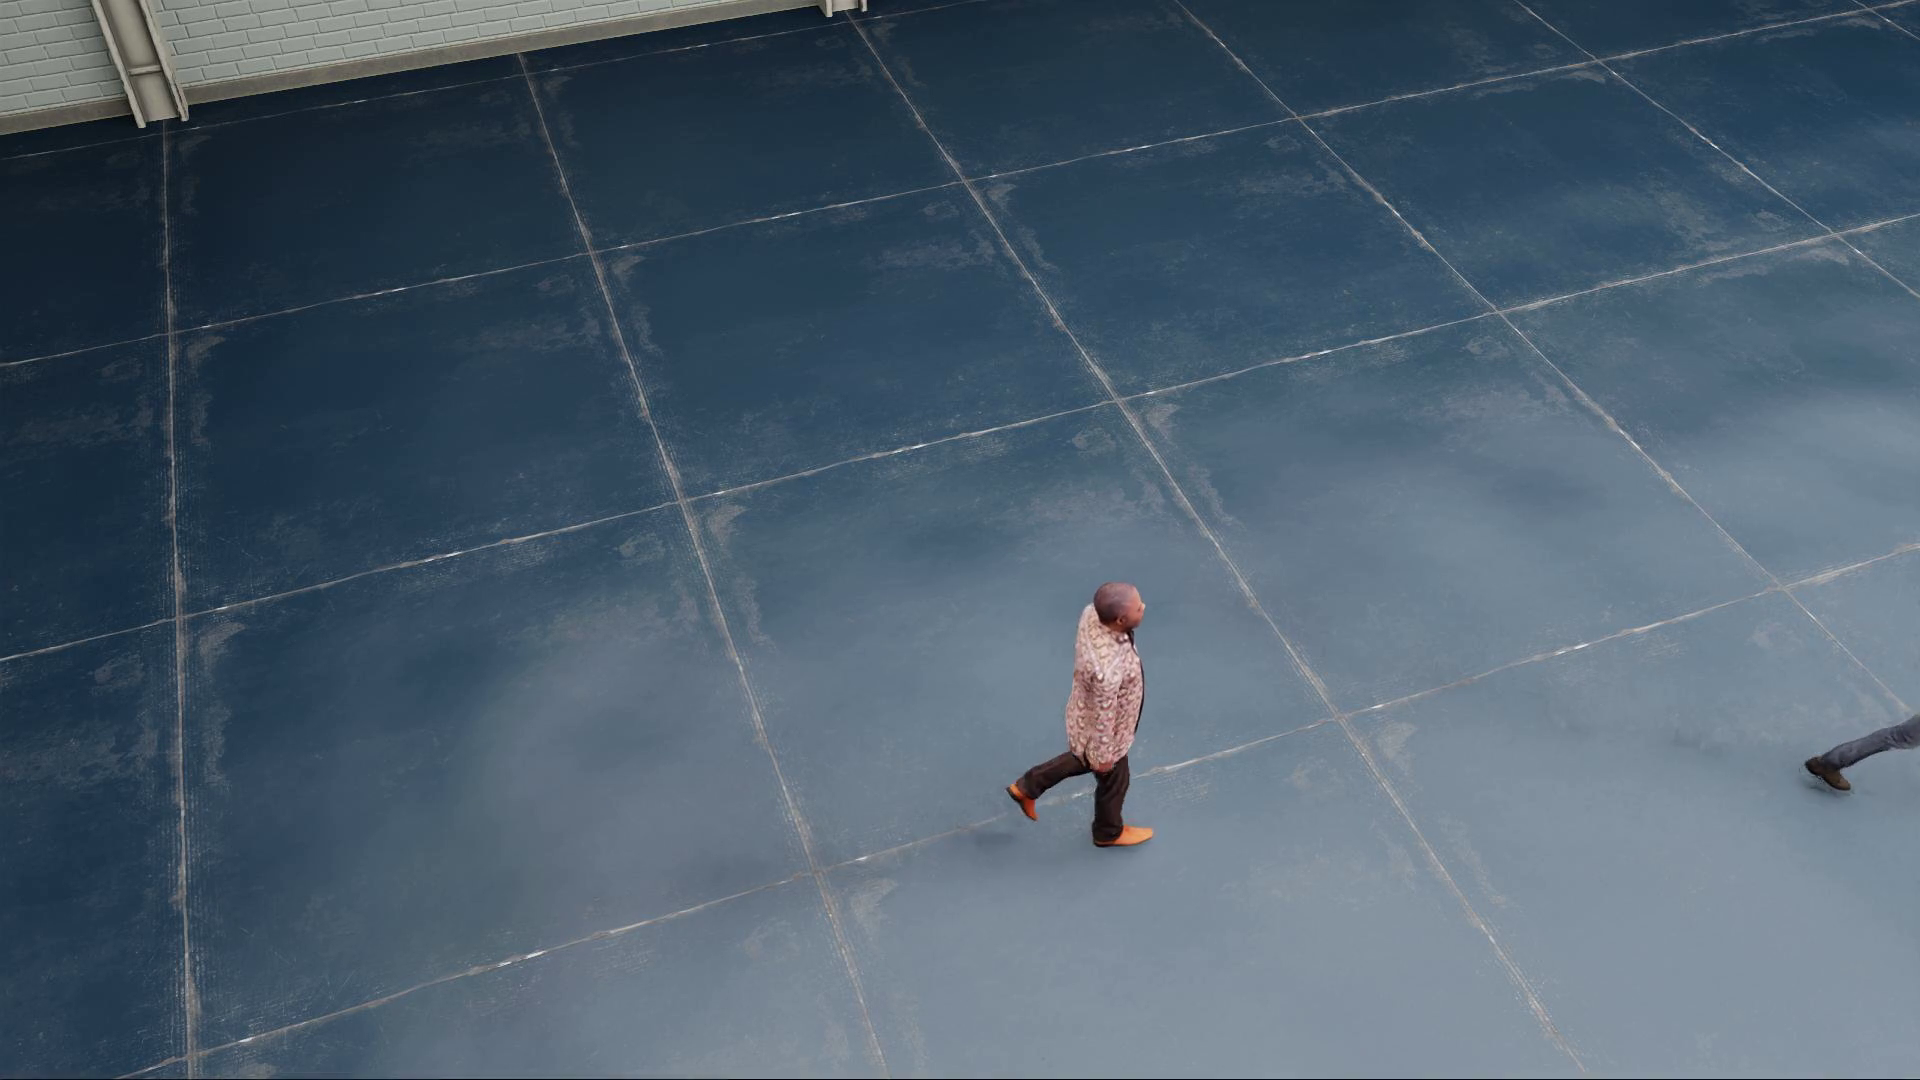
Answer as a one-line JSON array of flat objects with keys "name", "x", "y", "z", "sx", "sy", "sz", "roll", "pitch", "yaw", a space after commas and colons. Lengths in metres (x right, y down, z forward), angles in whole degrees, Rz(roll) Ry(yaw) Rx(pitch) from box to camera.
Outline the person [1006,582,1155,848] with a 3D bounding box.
[{"name": "person", "x": 0.590, "y": 0.883, "z": 7.961, "sx": 1.065, "sy": 1.784, "sz": 0.849, "roll": -2, "pitch": 43, "yaw": -3}]
